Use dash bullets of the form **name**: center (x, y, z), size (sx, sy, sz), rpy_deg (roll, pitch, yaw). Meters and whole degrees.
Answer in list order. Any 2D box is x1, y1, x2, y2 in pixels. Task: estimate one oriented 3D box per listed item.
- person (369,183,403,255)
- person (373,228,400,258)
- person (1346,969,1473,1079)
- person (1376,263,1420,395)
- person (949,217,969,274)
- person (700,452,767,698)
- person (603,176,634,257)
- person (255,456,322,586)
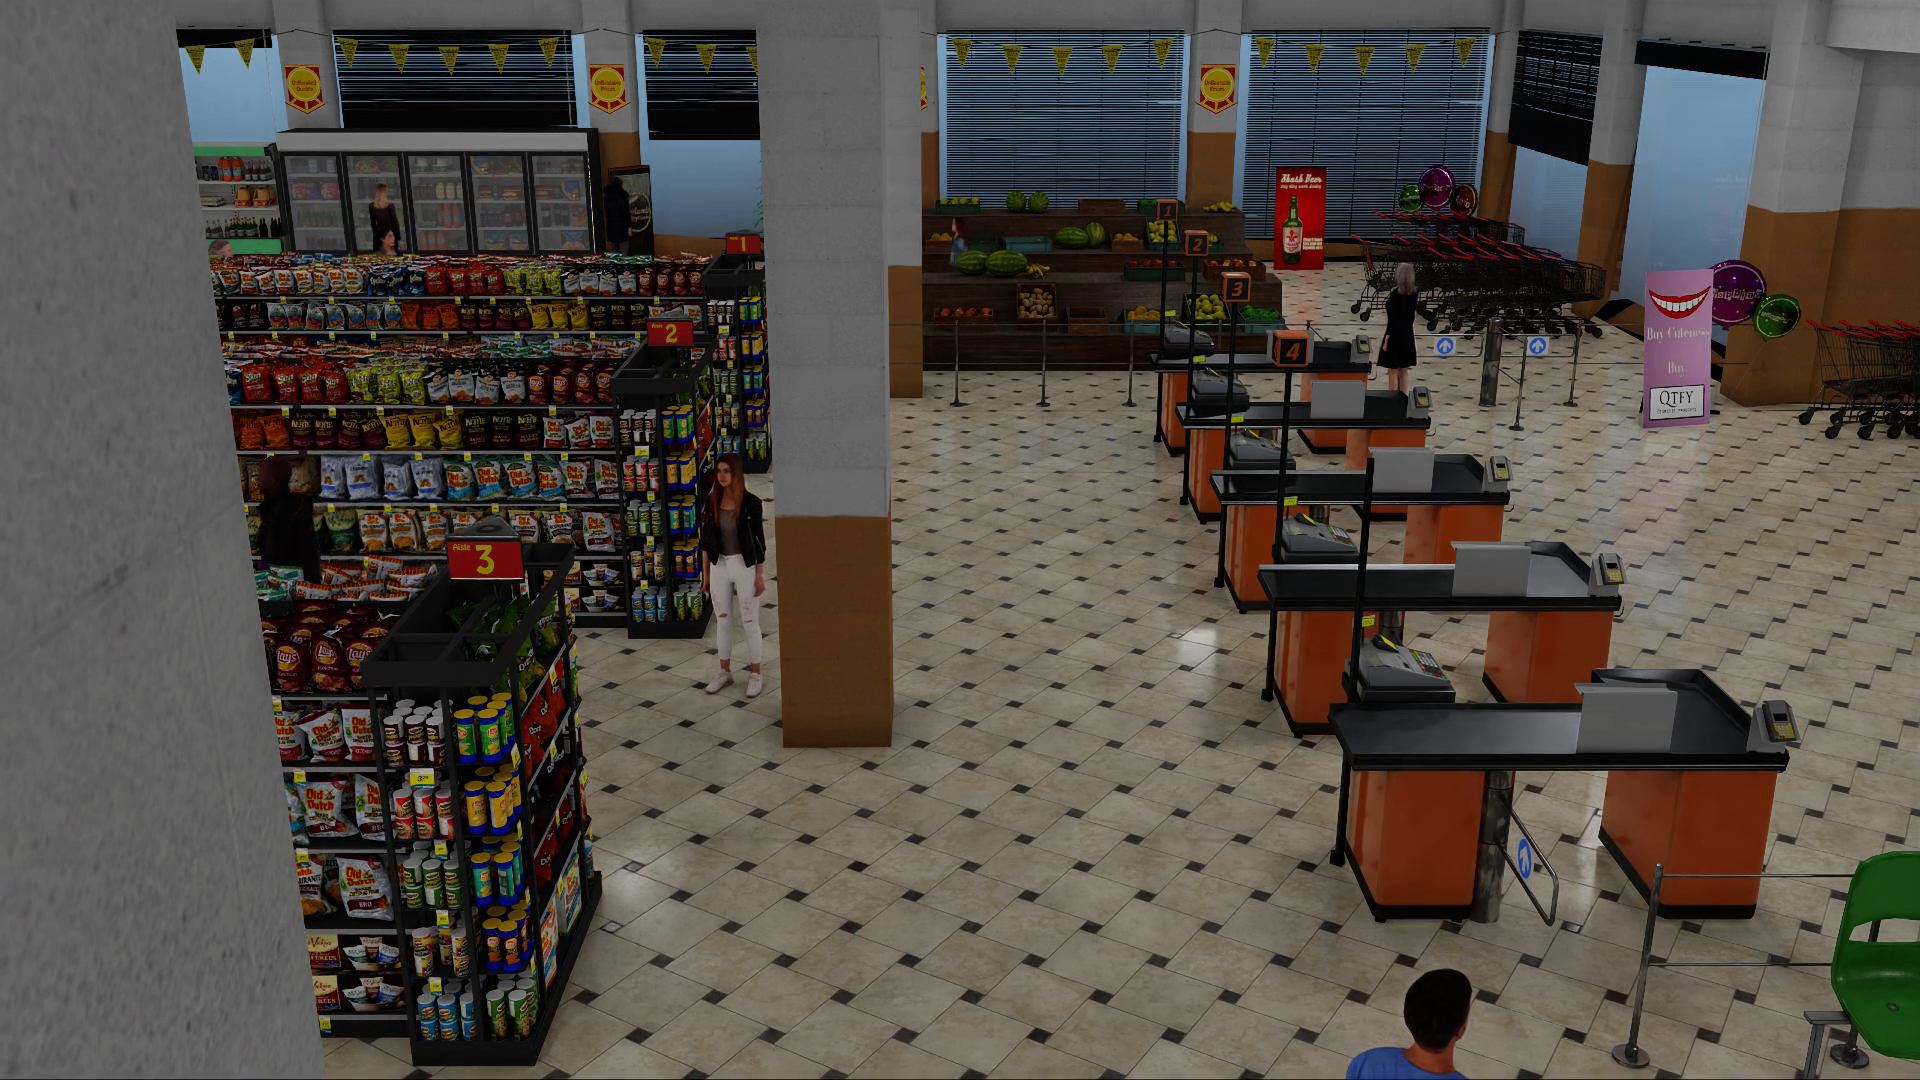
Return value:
- **person**: center (-8.943, -4.698, 25.911), size (0.497, 1.705, 0.698), rpy_deg (3, 19, 9)
- **person**: center (-7.439, -3.169, 21.503), size (1.183, 1.623, 0.843), rpy_deg (5, 19, 15)
- **person**: center (1.423, 2.186, 5.246), size (0.701, 1.864, 0.791), rpy_deg (14, 23, 35)
- **person**: center (4.863, -2.209, 18.463), size (0.679, 1.746, 0.765), rpy_deg (-13, 22, -33)
- **person**: center (0.044, -3.914, 23.955), size (0.781, 1.467, 0.629), rpy_deg (-2, 19, -7)
- **person**: center (-1.533, 0.223, 11.317), size (0.535, 1.704, 0.713), rpy_deg (4, 19, 13)
- **person**: center (-5.559, -5.069, 27.060), size (0.755, 1.672, 0.847), rpy_deg (11, 22, 30)
- **person**: center (-4.222, 0.348, 10.814), size (1.262, 1.789, 0.928), rpy_deg (-6, 19, -16)
